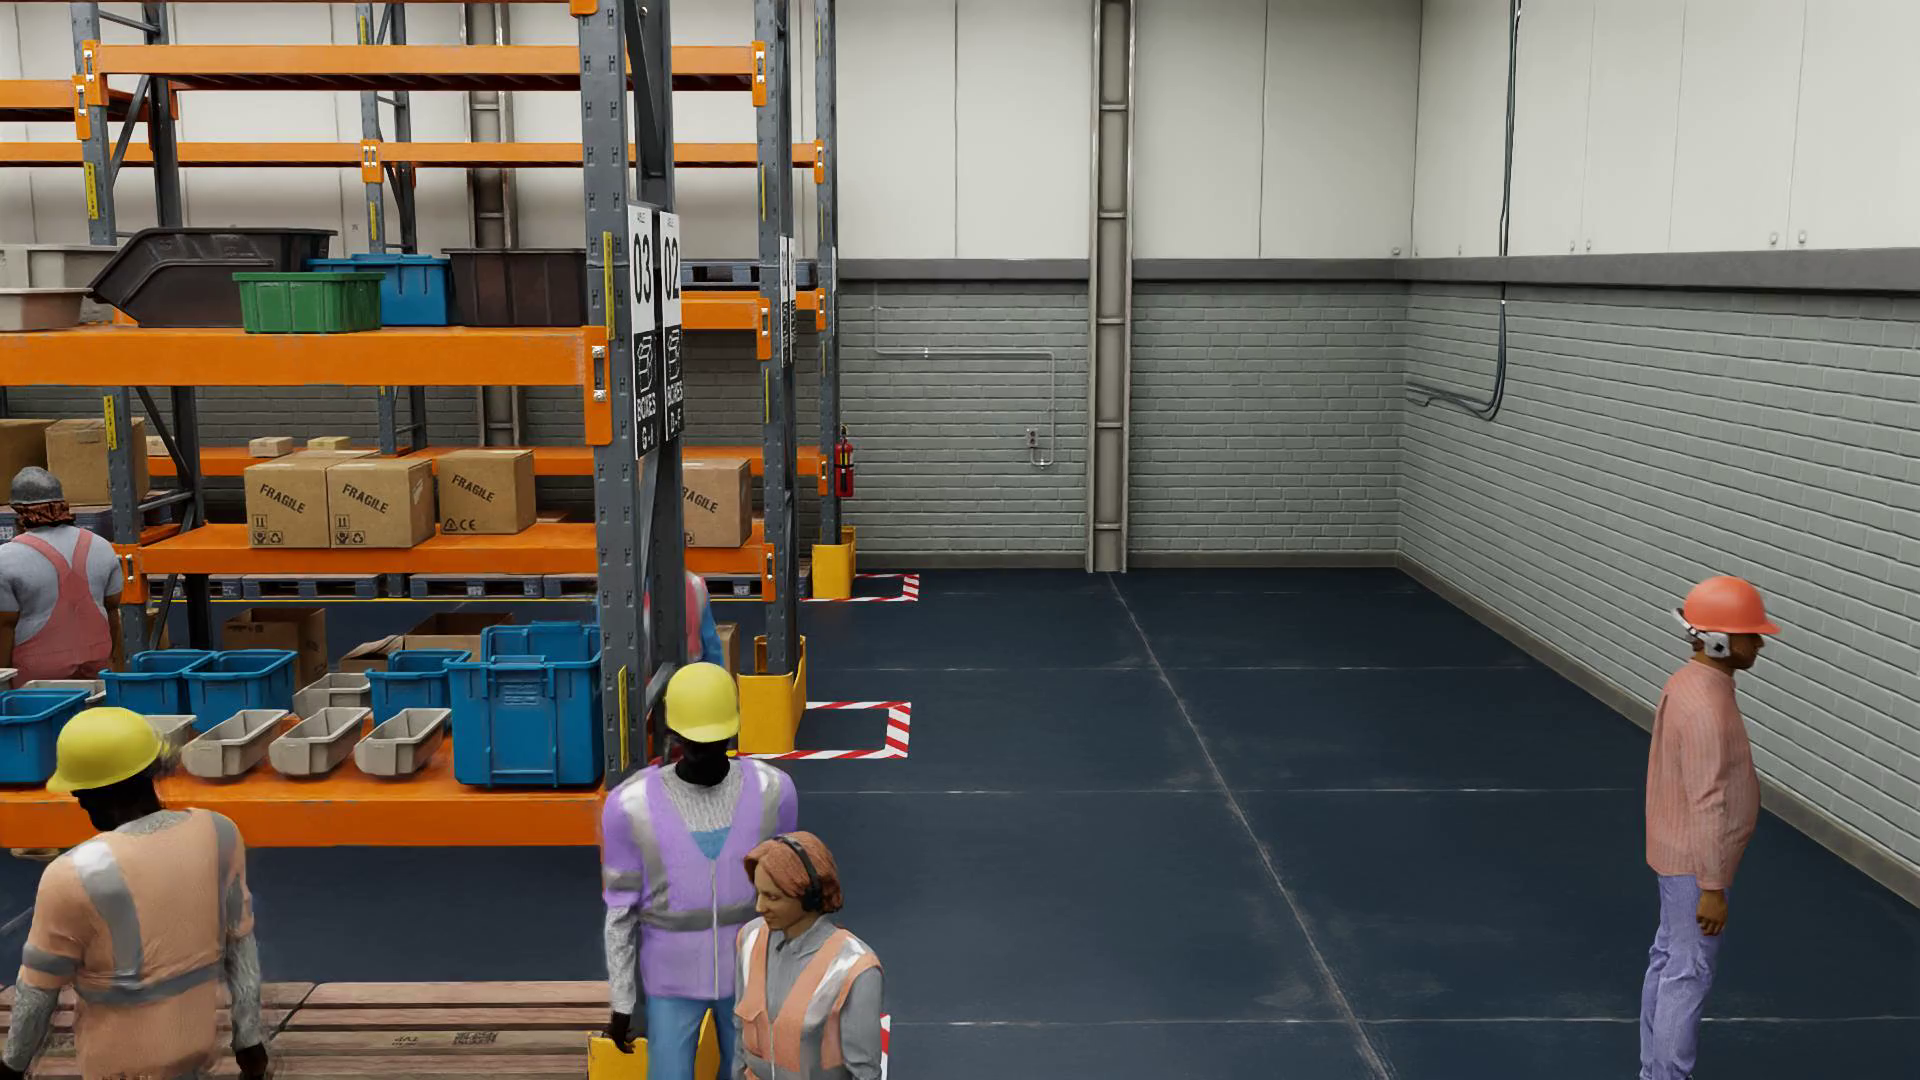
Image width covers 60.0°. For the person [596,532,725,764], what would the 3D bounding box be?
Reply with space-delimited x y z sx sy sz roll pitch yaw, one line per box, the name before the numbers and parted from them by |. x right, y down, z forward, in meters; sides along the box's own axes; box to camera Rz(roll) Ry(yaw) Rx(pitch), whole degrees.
person | -1.416 0.801 8.260 0.952 1.790 0.651 8 12 40

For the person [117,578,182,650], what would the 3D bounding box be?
person | -6.595 0.002 13.133 0.680 1.817 0.606 -1 9 -5

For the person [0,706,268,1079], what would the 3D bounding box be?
person | -2.276 1.367 4.552 0.800 1.876 0.598 3 10 20

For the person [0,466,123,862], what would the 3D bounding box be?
person | -4.723 0.618 8.633 0.535 2.000 0.684 5 10 28

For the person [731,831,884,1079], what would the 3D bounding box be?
person | -0.388 1.533 4.284 0.525 1.631 0.317 8 12 40

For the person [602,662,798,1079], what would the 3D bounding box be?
person | -0.745 1.287 4.947 0.601 1.913 0.405 -3 10 -20

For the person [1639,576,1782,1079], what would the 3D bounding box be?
person | 2.580 1.106 5.784 0.382 1.995 0.612 3 10 16
